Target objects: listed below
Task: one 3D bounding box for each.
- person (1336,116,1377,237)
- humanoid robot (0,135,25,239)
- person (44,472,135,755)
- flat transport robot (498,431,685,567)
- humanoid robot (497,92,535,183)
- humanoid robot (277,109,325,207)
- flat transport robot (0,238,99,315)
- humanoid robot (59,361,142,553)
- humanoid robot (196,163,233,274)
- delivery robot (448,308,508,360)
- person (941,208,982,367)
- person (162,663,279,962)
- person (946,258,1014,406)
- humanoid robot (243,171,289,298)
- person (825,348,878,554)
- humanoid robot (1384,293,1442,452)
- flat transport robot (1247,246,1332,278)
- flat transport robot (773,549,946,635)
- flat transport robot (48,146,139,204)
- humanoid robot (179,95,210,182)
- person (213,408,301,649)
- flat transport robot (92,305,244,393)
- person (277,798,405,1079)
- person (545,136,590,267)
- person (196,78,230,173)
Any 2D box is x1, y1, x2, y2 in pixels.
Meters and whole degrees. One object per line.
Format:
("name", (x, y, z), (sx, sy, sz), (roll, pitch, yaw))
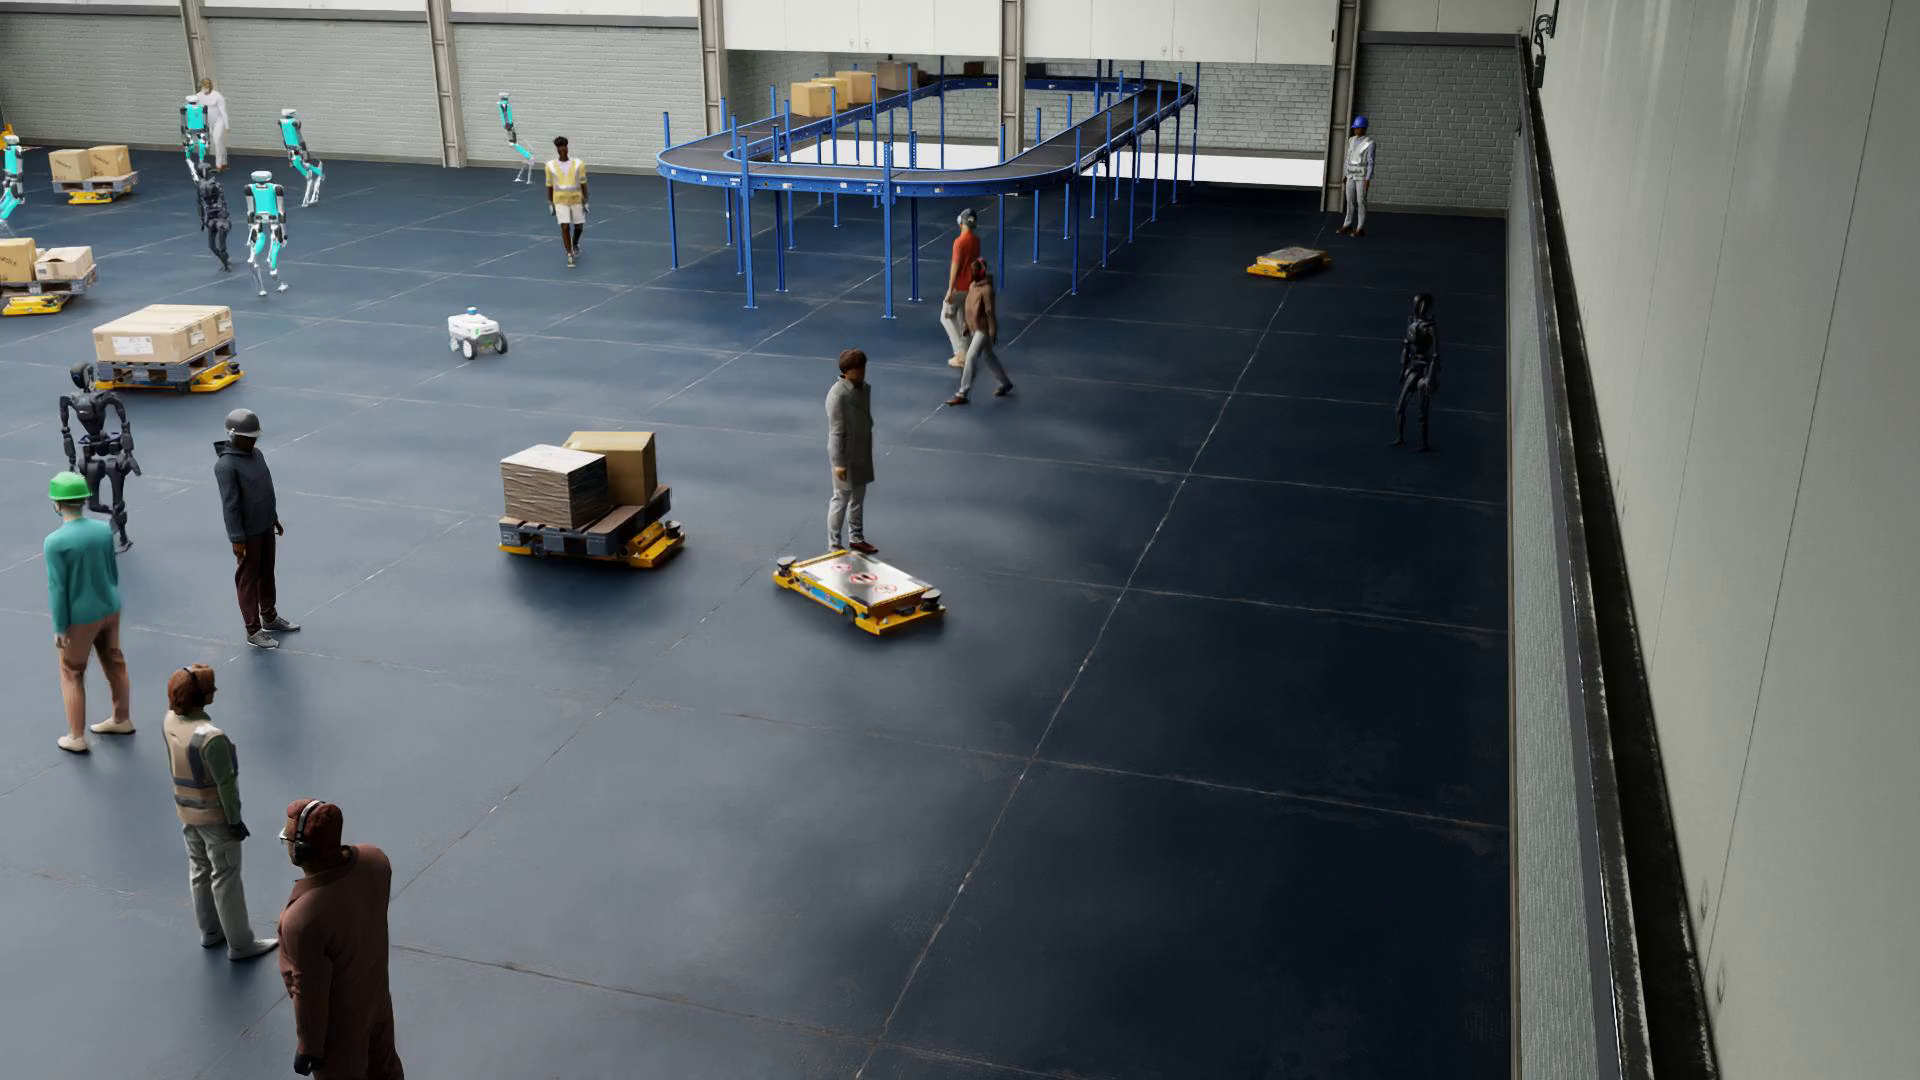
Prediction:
("person", (6.546, -5.985, 27.370), (0.382, 1.948, 0.601), (-13, 24, -29))
("humanoid robot", (-15.174, -5.507, 26.417), (0.532, 1.749, 0.778), (17, 27, 37))
("person", (-5.659, 0.466, 10.755), (0.439, 1.859, 0.528), (11, 23, 25))
("flat transport robot", (-3.152, -0.019, 14.227), (1.431, 0.231, 0.659), (6, 22, 15))
("humanoid robot", (-8.584, -7.854, 32.540), (0.794, 1.795, 0.529), (-6, 22, -14))
("humanoid robot", (-11.781, -6.876, 29.989), (0.544, 1.803, 0.761), (13, 25, 30))
("flat transport robot", (-12.579, -3.353, 22.875), (0.659, 0.231, 1.431), (-6, 22, -15))
("humanoid robot", (-7.253, -0.736, 14.147), (0.601, 1.644, 0.498), (-2, 21, -4))
("humanoid robot", (-11.001, -4.769, 24.624), (0.588, 1.643, 0.408), (9, 23, 22))
("delivery robot", (-5.935, -2.528, 20.357), (0.807, 0.609, 0.499), (20, 29, 41))
("person", (0.027, -2.951, 19.619), (0.419, 1.871, 0.594), (15, 26, 34))
("person", (-3.879, 1.409, 8.614), (0.514, 1.639, 0.313), (15, 26, 34))
("person", (0.238, -2.318, 18.310), (0.866, 1.609, 0.473), (-10, 23, -24))
("humanoid robot", (-9.656, -4.173, 23.053), (0.530, 1.770, 1.044), (-1, 21, -4))
("person", (-0.896, -0.704, 13.856), (0.370, 1.822, 0.506), (14, 25, 32))
("humanoid robot", (4.582, -1.660, 16.537), (0.440, 1.645, 0.586), (-8, 22, -19))
("flat transport robot", (4.966, -4.178, 25.014), (0.659, 0.231, 1.431), (16, 26, 36))
("flat transport robot", (-0.813, 0.383, 13.185), (0.659, 0.231, 1.431), (-17, 27, -37))
("flat transport robot", (-15.997, -6.444, 30.891), (0.659, 0.231, 1.431), (-3, 21, -8))
("humanoid robot", (-14.782, -7.625, 32.062), (0.772, 1.874, 0.530), (19, 28, 40))
("person", (-5.224, -0.101, 12.300), (0.379, 1.806, 0.541), (3, 21, 9))
("flat transport robot", (-9.058, -1.891, 19.081), (1.431, 0.231, 0.659), (2, 21, 5))
("person", (-2.577, 1.926, 6.908), (0.414, 1.908, 0.642), (3, 21, 9))
("person", (-5.945, -5.150, 25.206), (0.617, 1.940, 0.689), (-6, 22, -16))
("person", (-15.150, -8.400, 33.747), (0.648, 1.875, 0.874), (7, 22, 17))
